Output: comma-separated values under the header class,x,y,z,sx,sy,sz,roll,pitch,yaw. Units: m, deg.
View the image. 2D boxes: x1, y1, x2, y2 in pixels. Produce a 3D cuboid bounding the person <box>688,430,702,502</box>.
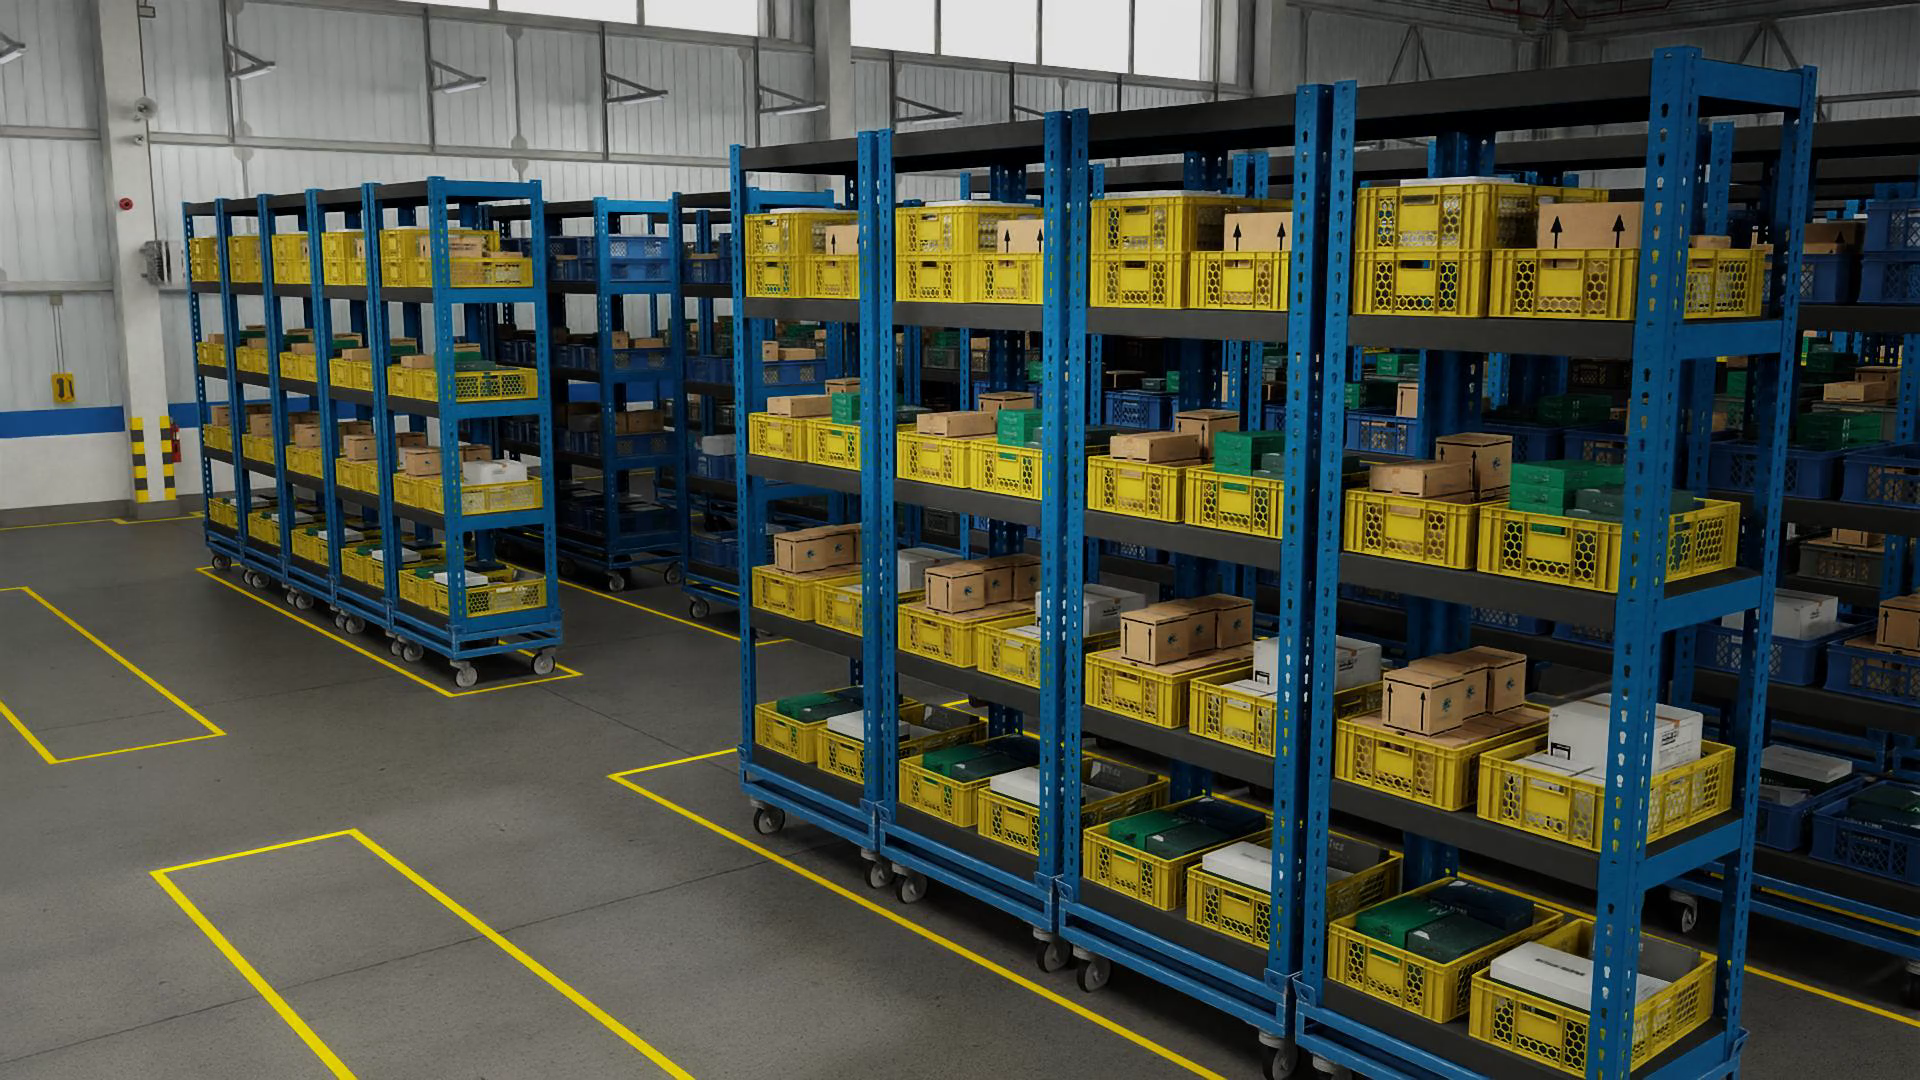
class,x,y,z,sx,sy,sz,roll,pitch,yaw
person,-3.372,-1.378,21.065,0.662,1.825,0.579,-4,10,-25
